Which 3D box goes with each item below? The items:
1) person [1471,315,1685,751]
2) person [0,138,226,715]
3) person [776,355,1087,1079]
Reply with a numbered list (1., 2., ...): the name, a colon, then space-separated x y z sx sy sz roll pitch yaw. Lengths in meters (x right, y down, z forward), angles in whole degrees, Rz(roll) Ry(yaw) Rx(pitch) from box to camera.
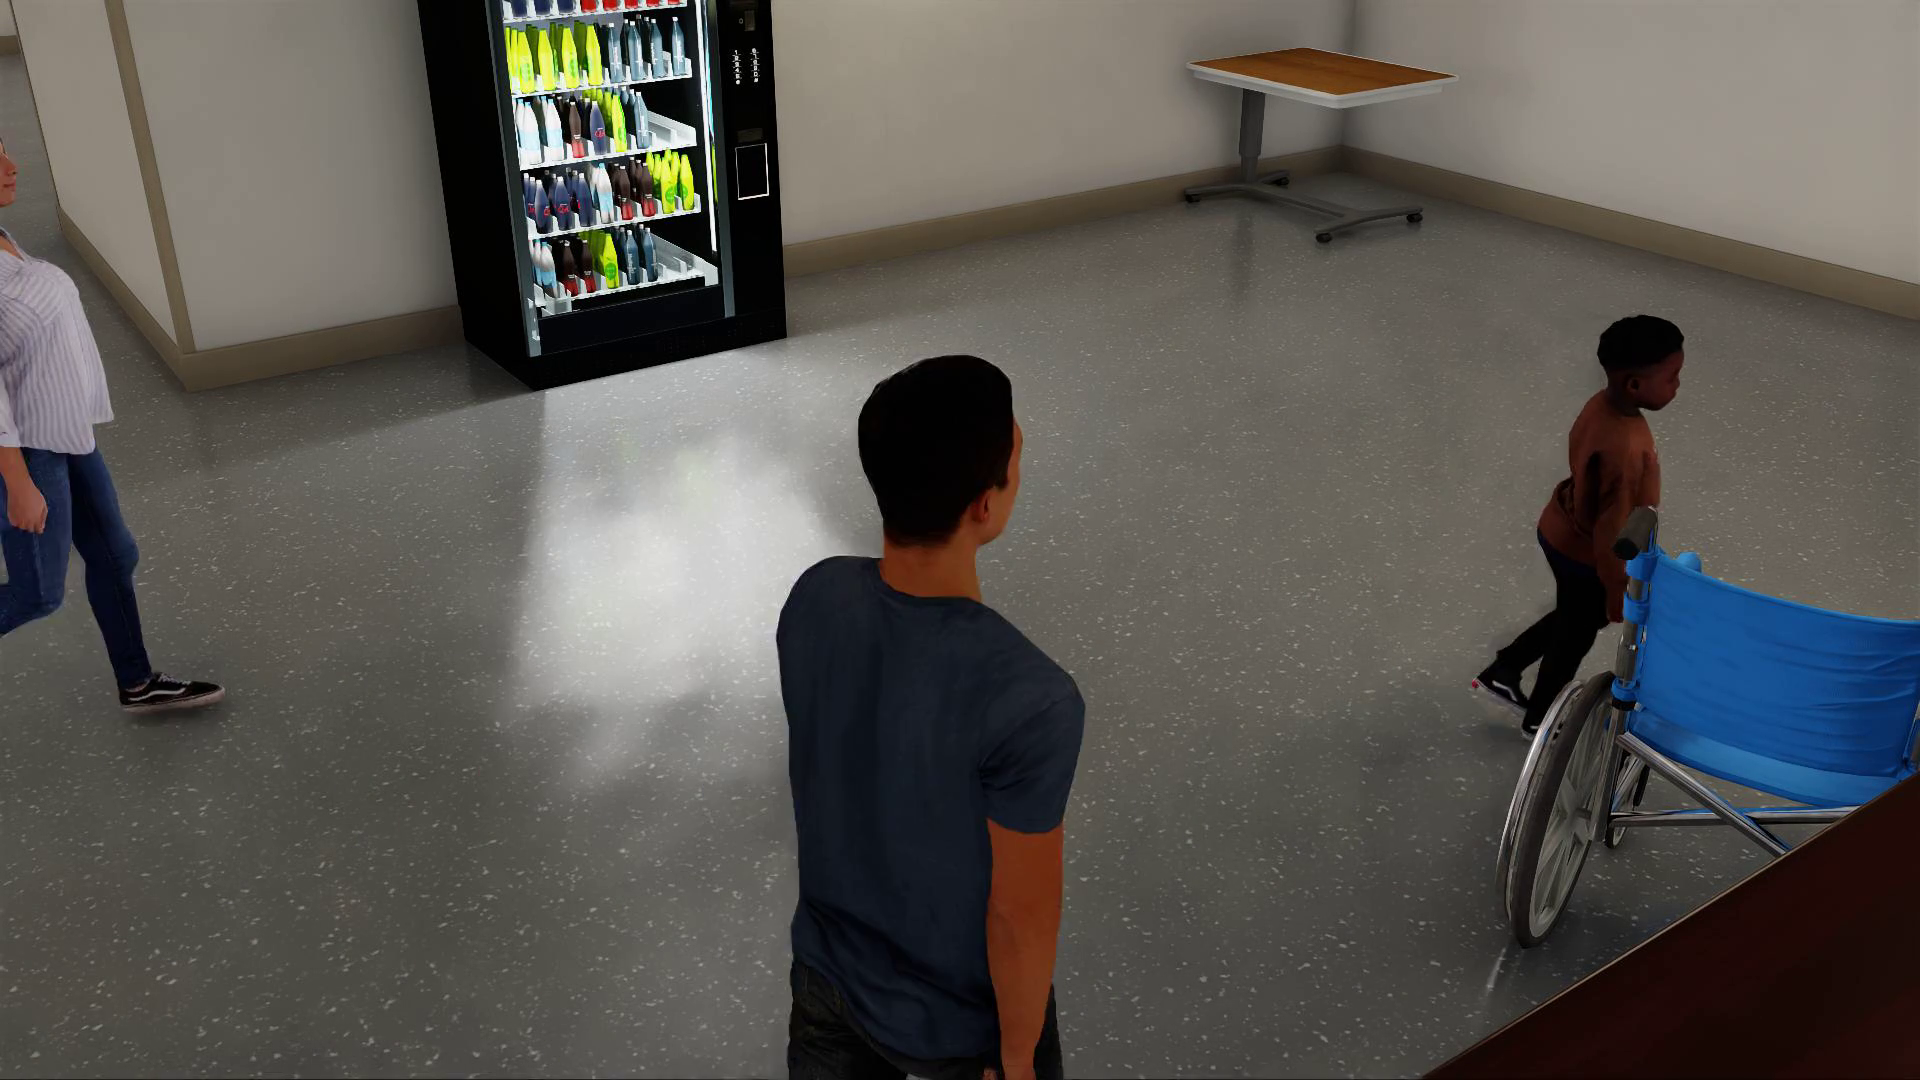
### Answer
1. person: 1.533 0.016 4.224 0.735 1.236 0.673 4 26 9
2. person: -2.467 -0.232 4.218 1.109 1.689 0.900 -5 26 -11
3. person: -0.125 0.645 2.310 0.923 1.766 1.236 18 31 33
